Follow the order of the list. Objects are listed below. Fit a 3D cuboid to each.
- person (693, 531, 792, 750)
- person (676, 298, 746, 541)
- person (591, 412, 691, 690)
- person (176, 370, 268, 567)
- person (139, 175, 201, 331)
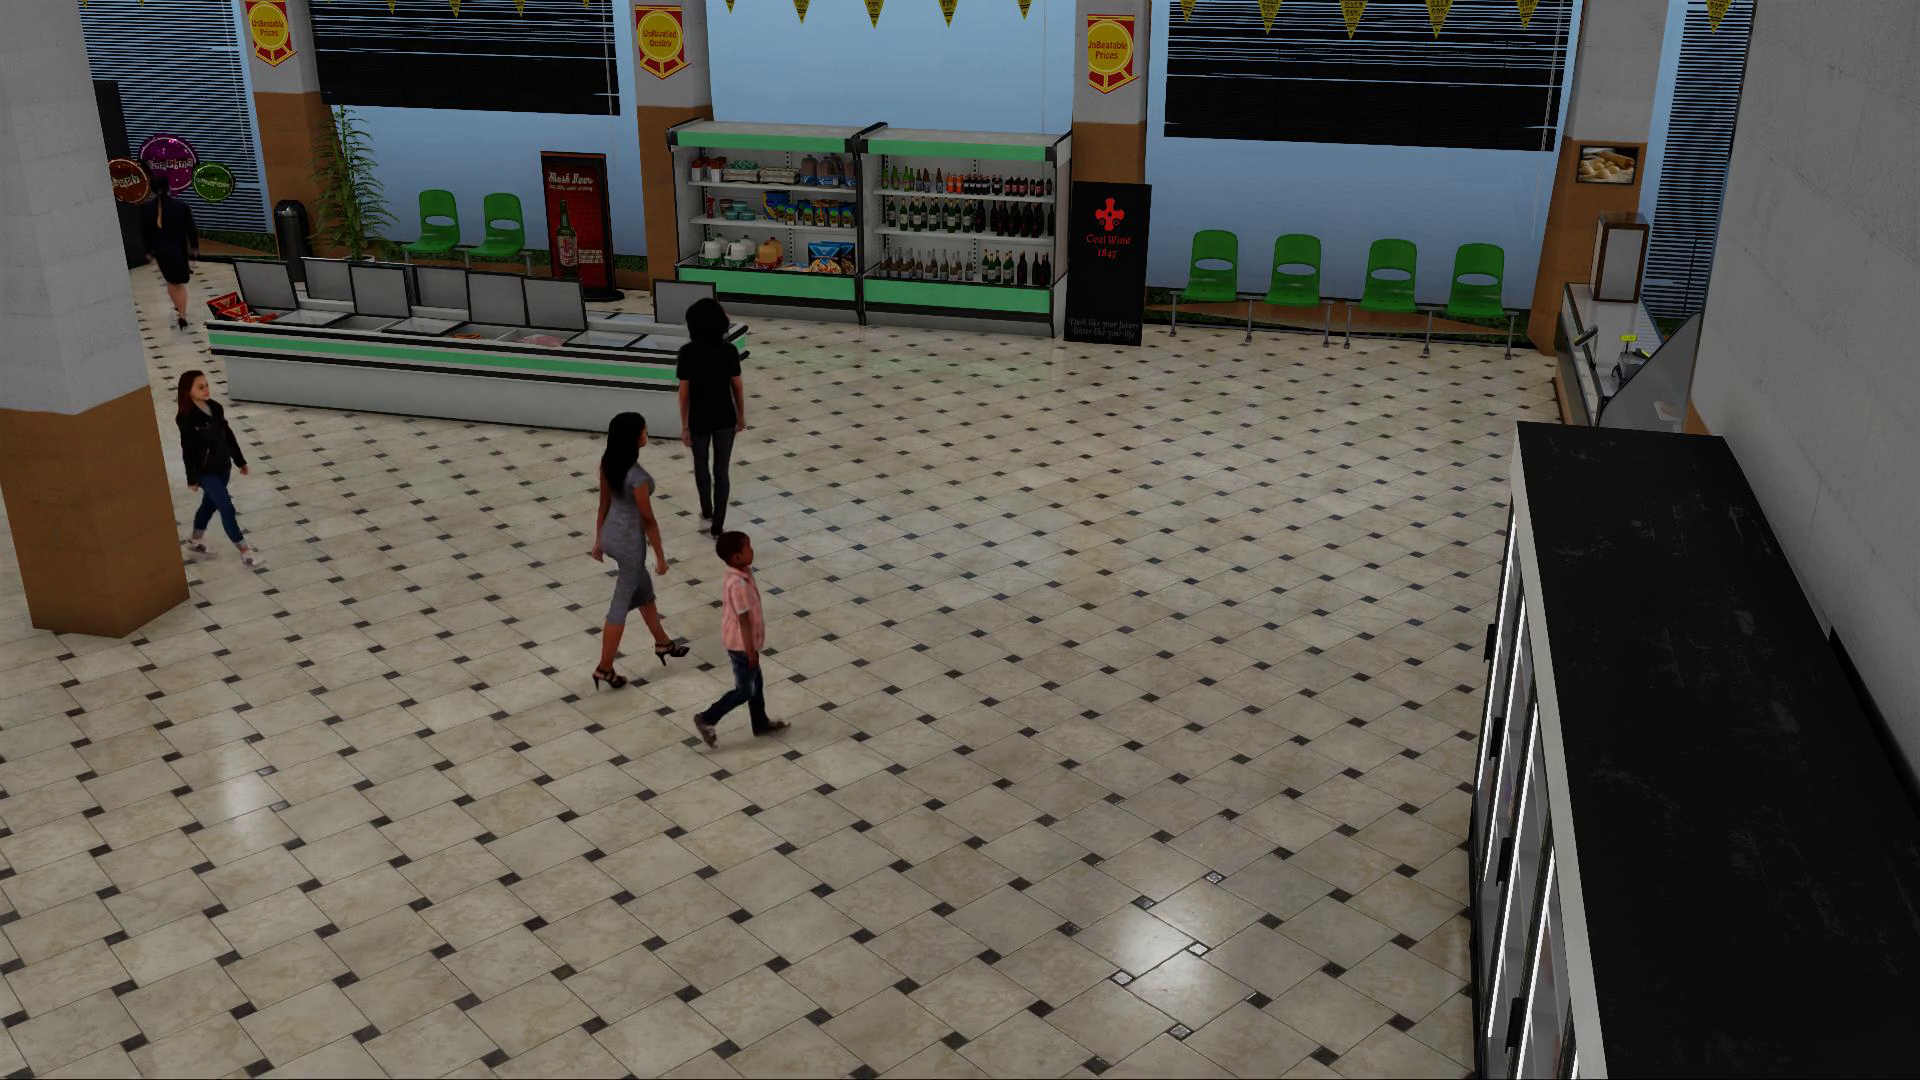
[{"bbox_3d":[-1.283,0.581,9.475,0.873,1.297,0.713,-4,22,-10],"label":"person"},{"bbox_3d":[-1.849,-0.873,12.402,0.902,1.812,0.910,-4,22,-9],"label":"person"},{"bbox_3d":[-2.102,0.109,10.043,0.984,1.749,0.973,-18,28,-37],"label":"person"},{"bbox_3d":[-5.456,-0.515,11.998,0.944,1.448,0.563,6,23,14],"label":"person"},{"bbox_3d":[-8.626,-3.103,18.185,1.092,1.639,1.091,-7,23,-17],"label":"person"}]
